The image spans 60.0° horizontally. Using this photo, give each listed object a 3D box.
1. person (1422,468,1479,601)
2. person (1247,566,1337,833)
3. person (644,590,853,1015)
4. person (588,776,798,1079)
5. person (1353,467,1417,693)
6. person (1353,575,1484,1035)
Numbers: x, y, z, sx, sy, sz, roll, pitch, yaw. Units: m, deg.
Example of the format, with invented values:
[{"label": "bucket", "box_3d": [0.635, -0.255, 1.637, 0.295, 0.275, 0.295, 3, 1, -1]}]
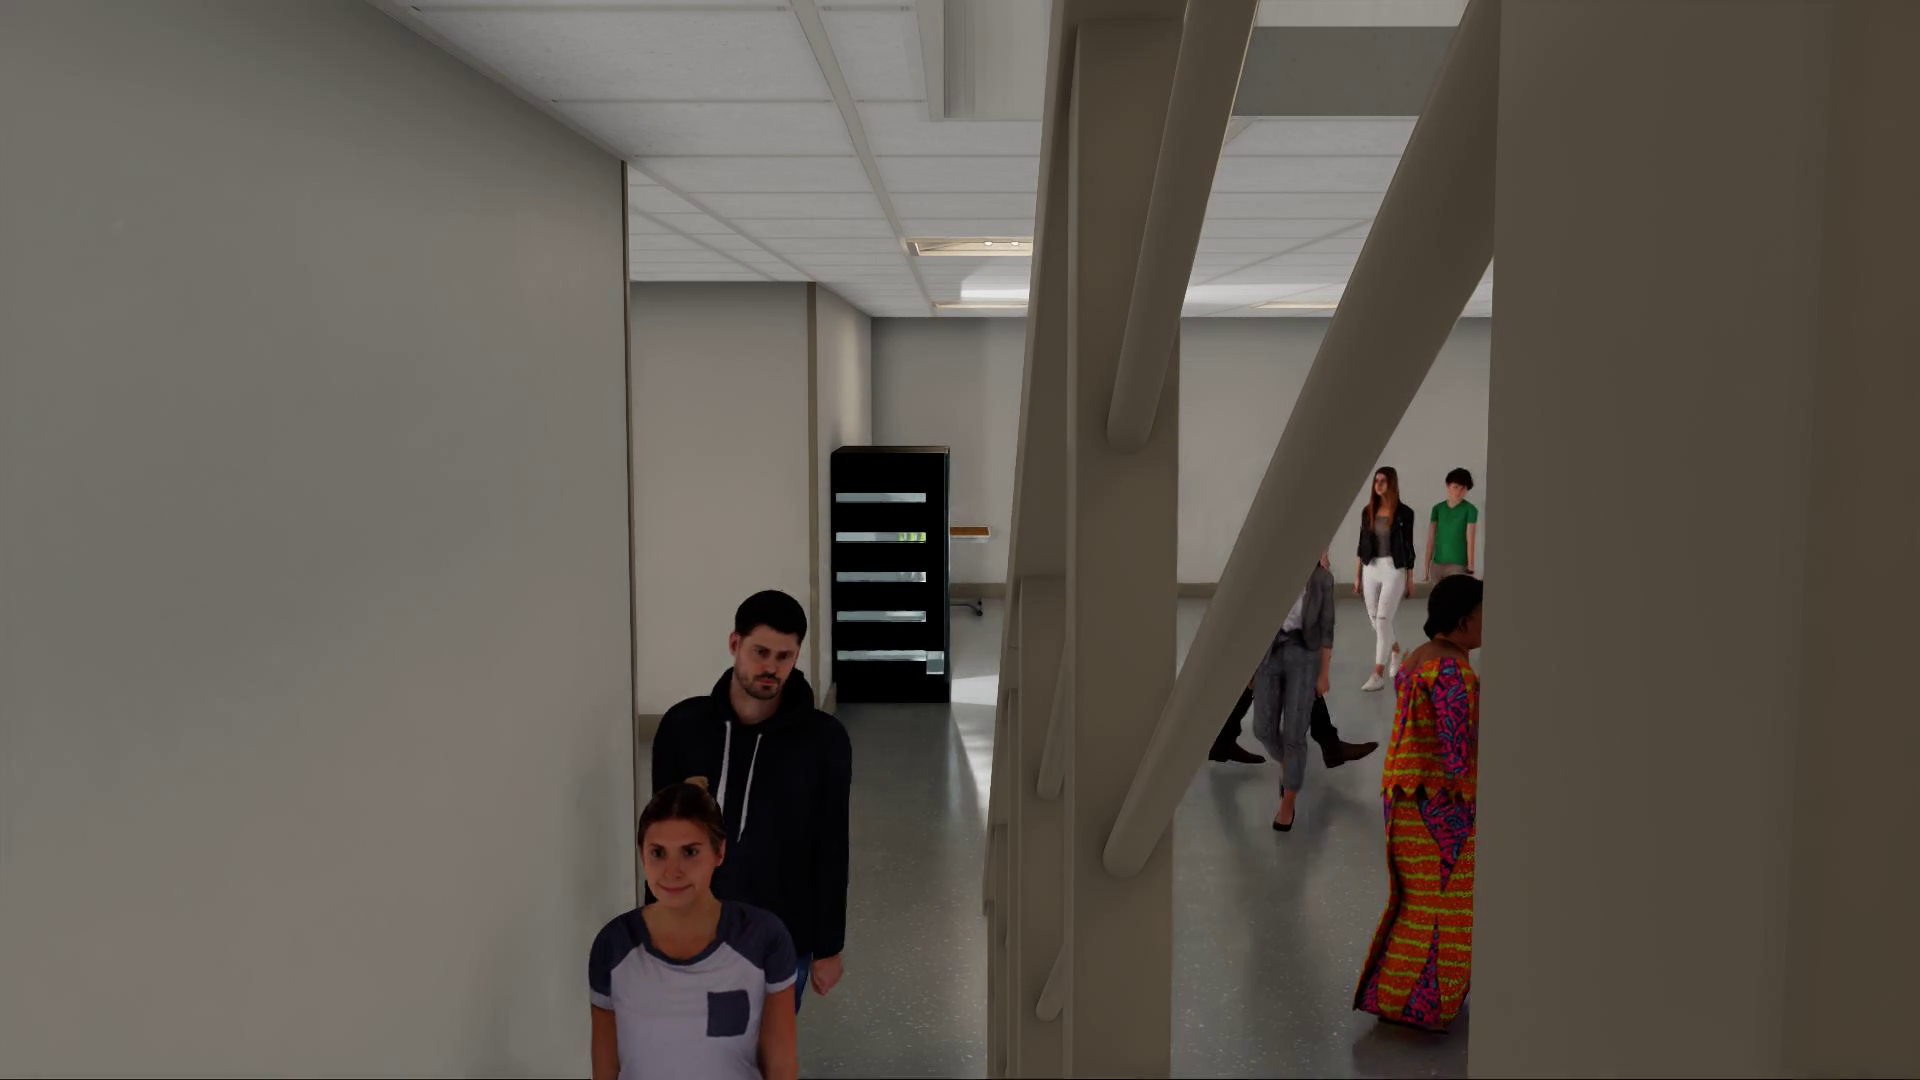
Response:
[{"label": "person", "box_3d": [4.023, 0.239, 13.507, 1.051, 1.626, 1.009, -5, 8, -41]}, {"label": "person", "box_3d": [1.759, 0.689, 8.831, 0.809, 1.666, 0.914, 3, 6, 26]}, {"label": "person", "box_3d": [-0.536, 1.046, 4.362, 0.870, 1.851, 1.223, 2, 6, 15]}, {"label": "person", "box_3d": [-0.530, 1.274, 3.345, 0.601, 1.601, 0.921, 0, 6, -4]}, {"label": "person", "box_3d": [3.276, 0.297, 12.690, 1.038, 1.675, 1.145, 5, 8, 41]}, {"label": "person", "box_3d": [1.792, 0.948, 6.208, 0.878, 1.662, 0.710, 0, 6, 2]}]
